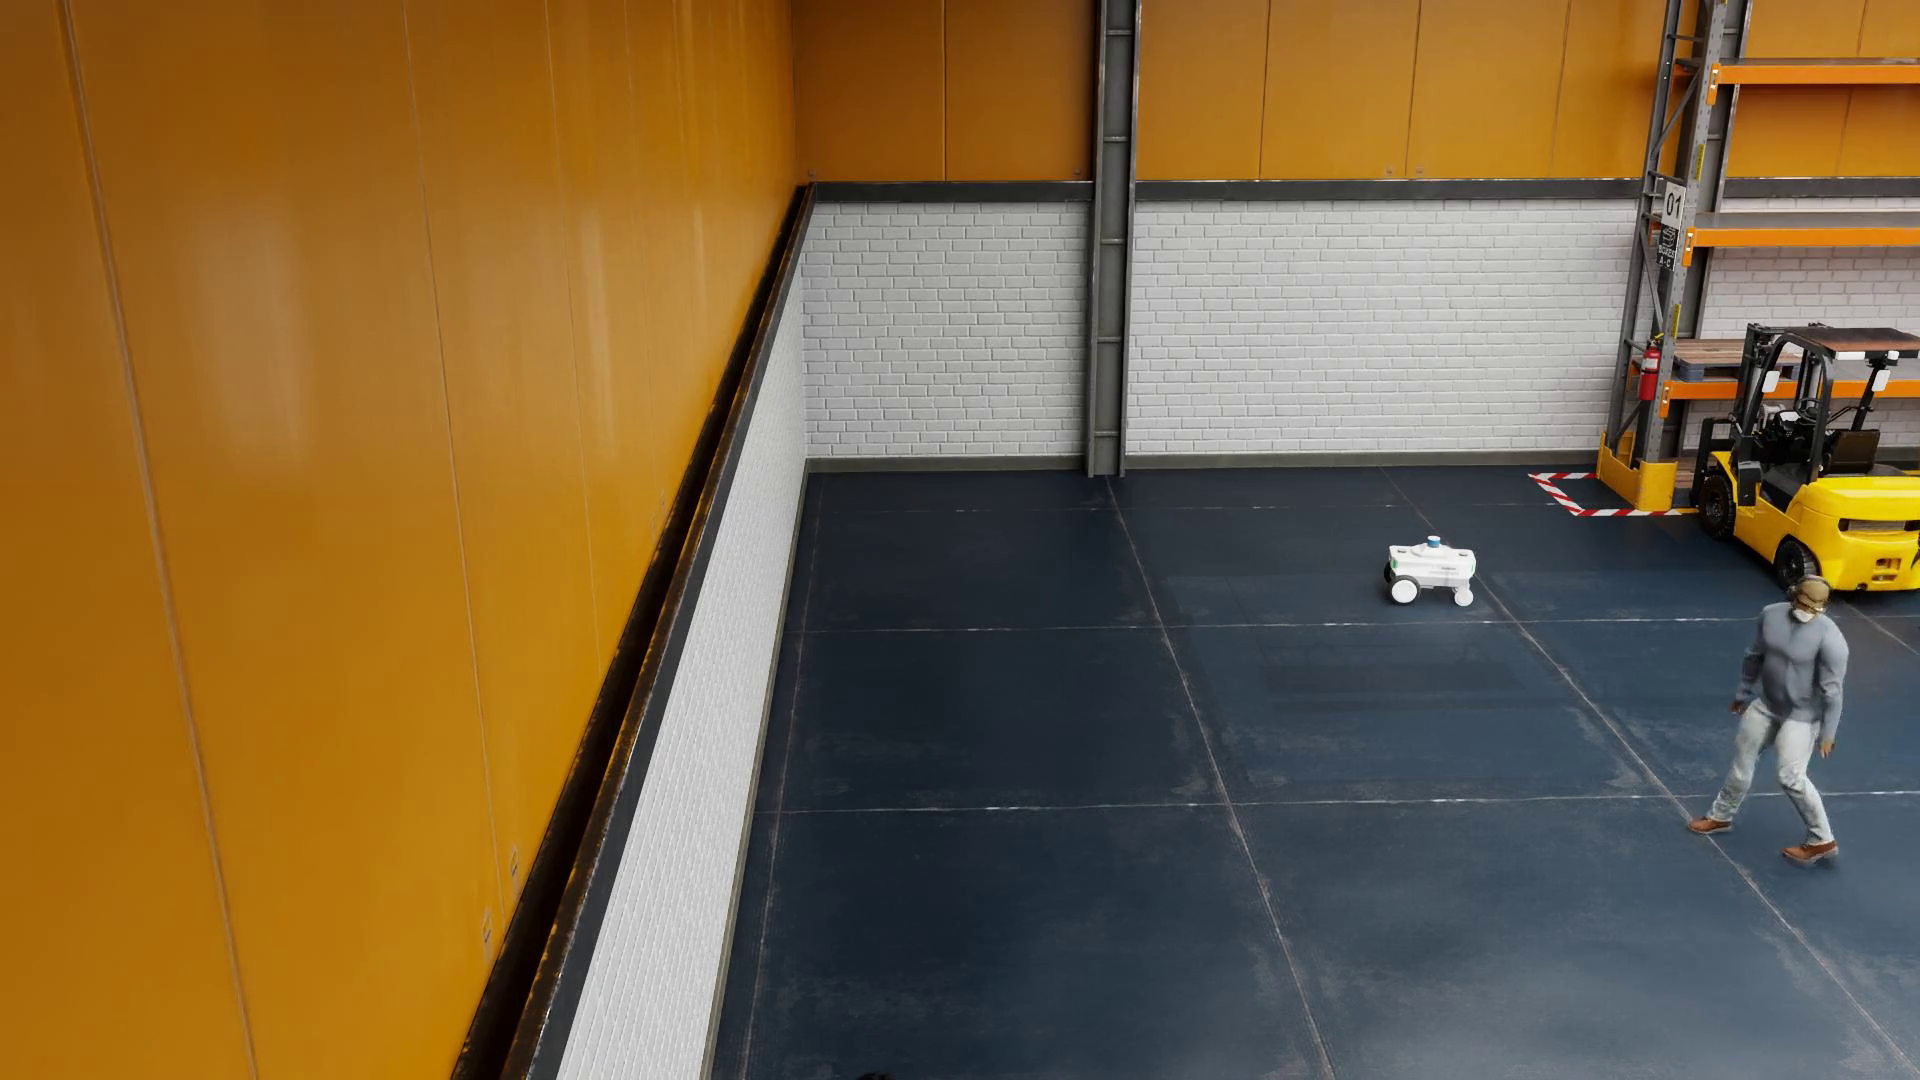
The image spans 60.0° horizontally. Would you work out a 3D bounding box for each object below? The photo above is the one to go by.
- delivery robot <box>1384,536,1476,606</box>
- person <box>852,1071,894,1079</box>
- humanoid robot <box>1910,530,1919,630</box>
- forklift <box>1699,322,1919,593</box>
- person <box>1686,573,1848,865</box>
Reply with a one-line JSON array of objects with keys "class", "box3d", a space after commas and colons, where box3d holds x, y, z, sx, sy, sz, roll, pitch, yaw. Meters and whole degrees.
[{"class": "delivery robot", "box3d": [4.070, 0.262, 14.431, 0.795, 0.596, 0.499, 3, 21, 9]}, {"class": "person", "box3d": [-0.292, 2.701, 6.169, 0.316, 1.695, 0.541, -7, 21, -18]}, {"class": "humanoid robot", "box3d": [7.981, 0.105, 13.290, 0.593, 1.629, 0.742, 5, 21, 13]}, {"class": "forklift", "box3d": [7.809, -0.792, 14.926, 1.214, 2.155, 2.313, -1, 20, -2]}, {"class": "person", "box3d": [5.108, 1.070, 10.306, 0.659, 1.906, 0.709, -5, 21, -12]}]
